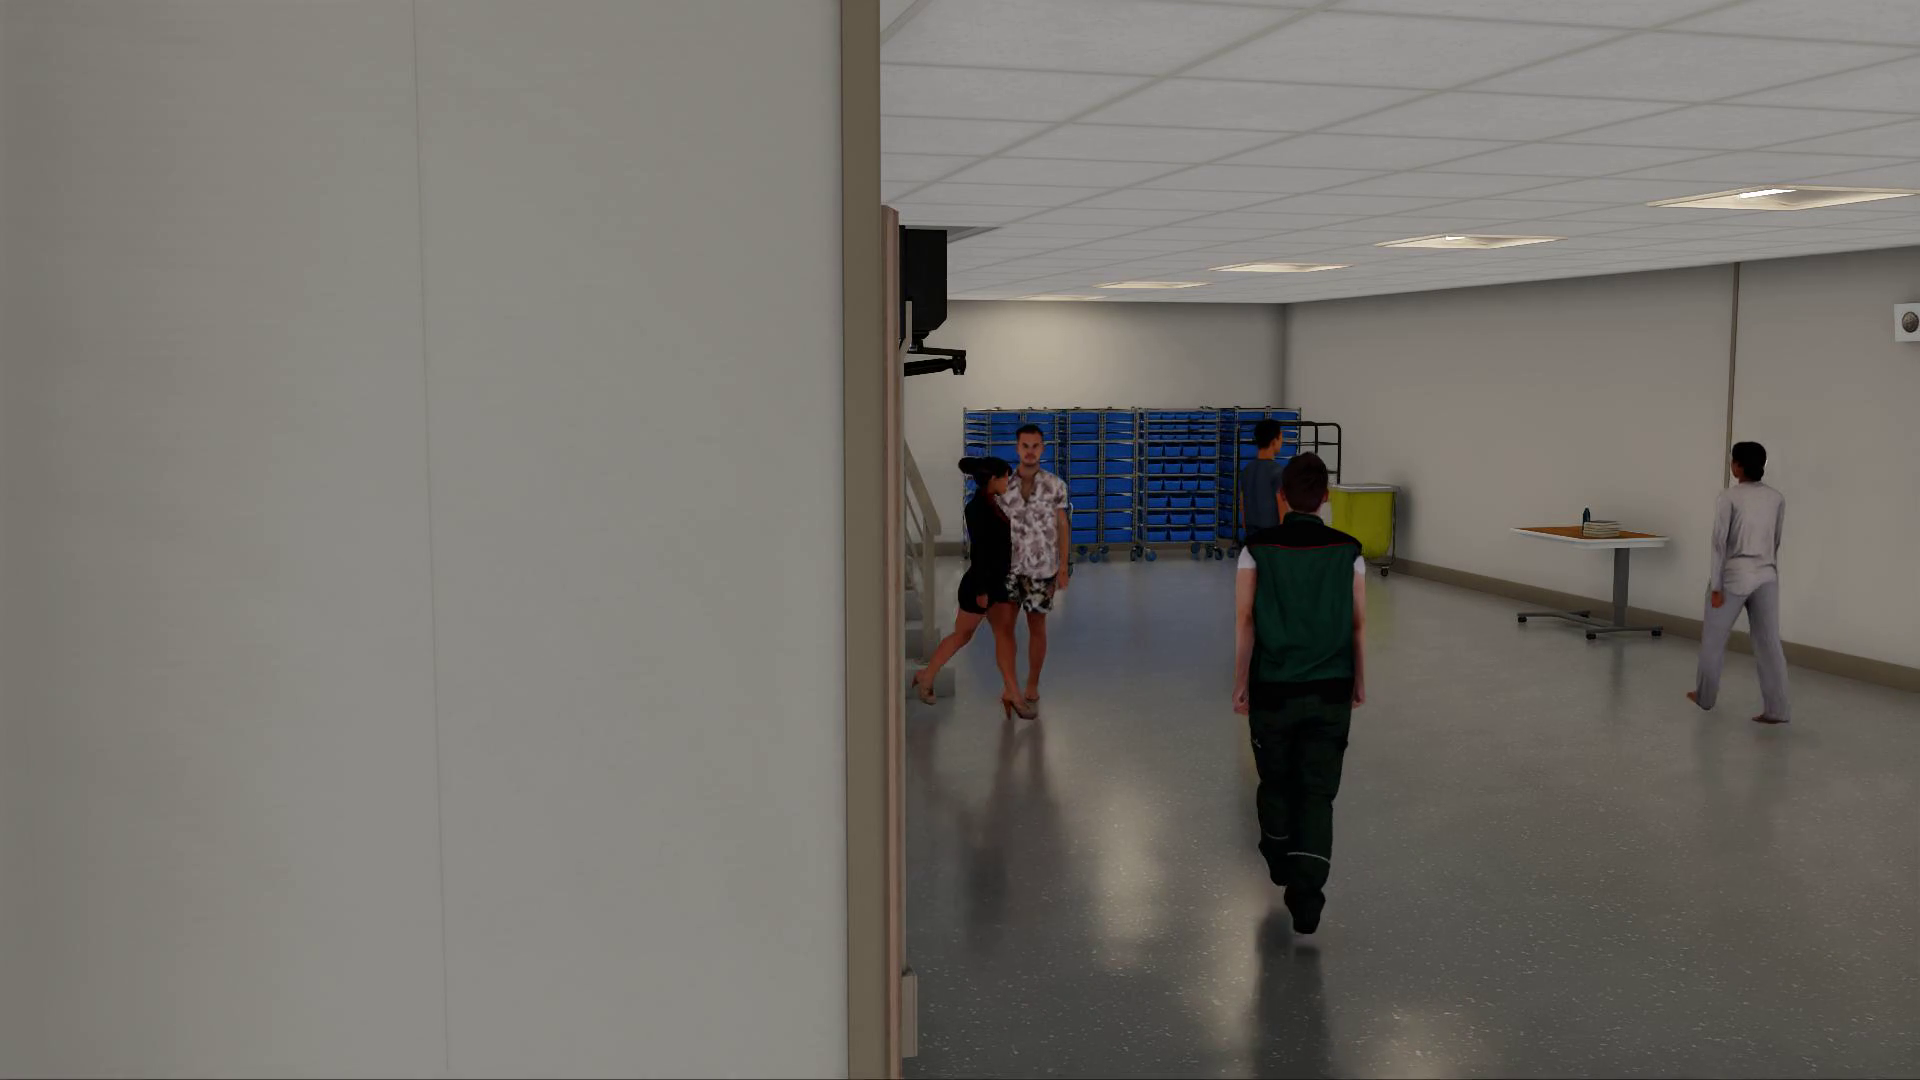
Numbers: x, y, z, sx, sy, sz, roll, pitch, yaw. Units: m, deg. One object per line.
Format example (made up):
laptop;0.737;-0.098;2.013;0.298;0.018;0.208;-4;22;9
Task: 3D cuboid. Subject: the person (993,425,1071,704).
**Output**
person;0.436;0.144;10.915;0.830;1.805;0.824;0;6;5

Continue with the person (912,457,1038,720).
person;0.052;0.325;10.145;0.974;1.600;1.049;2;6;17

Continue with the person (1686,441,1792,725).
person;4.784;0.293;10.014;0.781;1.689;1.218;-1;6;-6

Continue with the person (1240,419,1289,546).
person;2.199;0.034;11.991;0.762;1.809;0.562;-3;7;-29

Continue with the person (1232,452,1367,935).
person;1.308;0.605;6.372;1.014;1.793;1.252;1;6;13
